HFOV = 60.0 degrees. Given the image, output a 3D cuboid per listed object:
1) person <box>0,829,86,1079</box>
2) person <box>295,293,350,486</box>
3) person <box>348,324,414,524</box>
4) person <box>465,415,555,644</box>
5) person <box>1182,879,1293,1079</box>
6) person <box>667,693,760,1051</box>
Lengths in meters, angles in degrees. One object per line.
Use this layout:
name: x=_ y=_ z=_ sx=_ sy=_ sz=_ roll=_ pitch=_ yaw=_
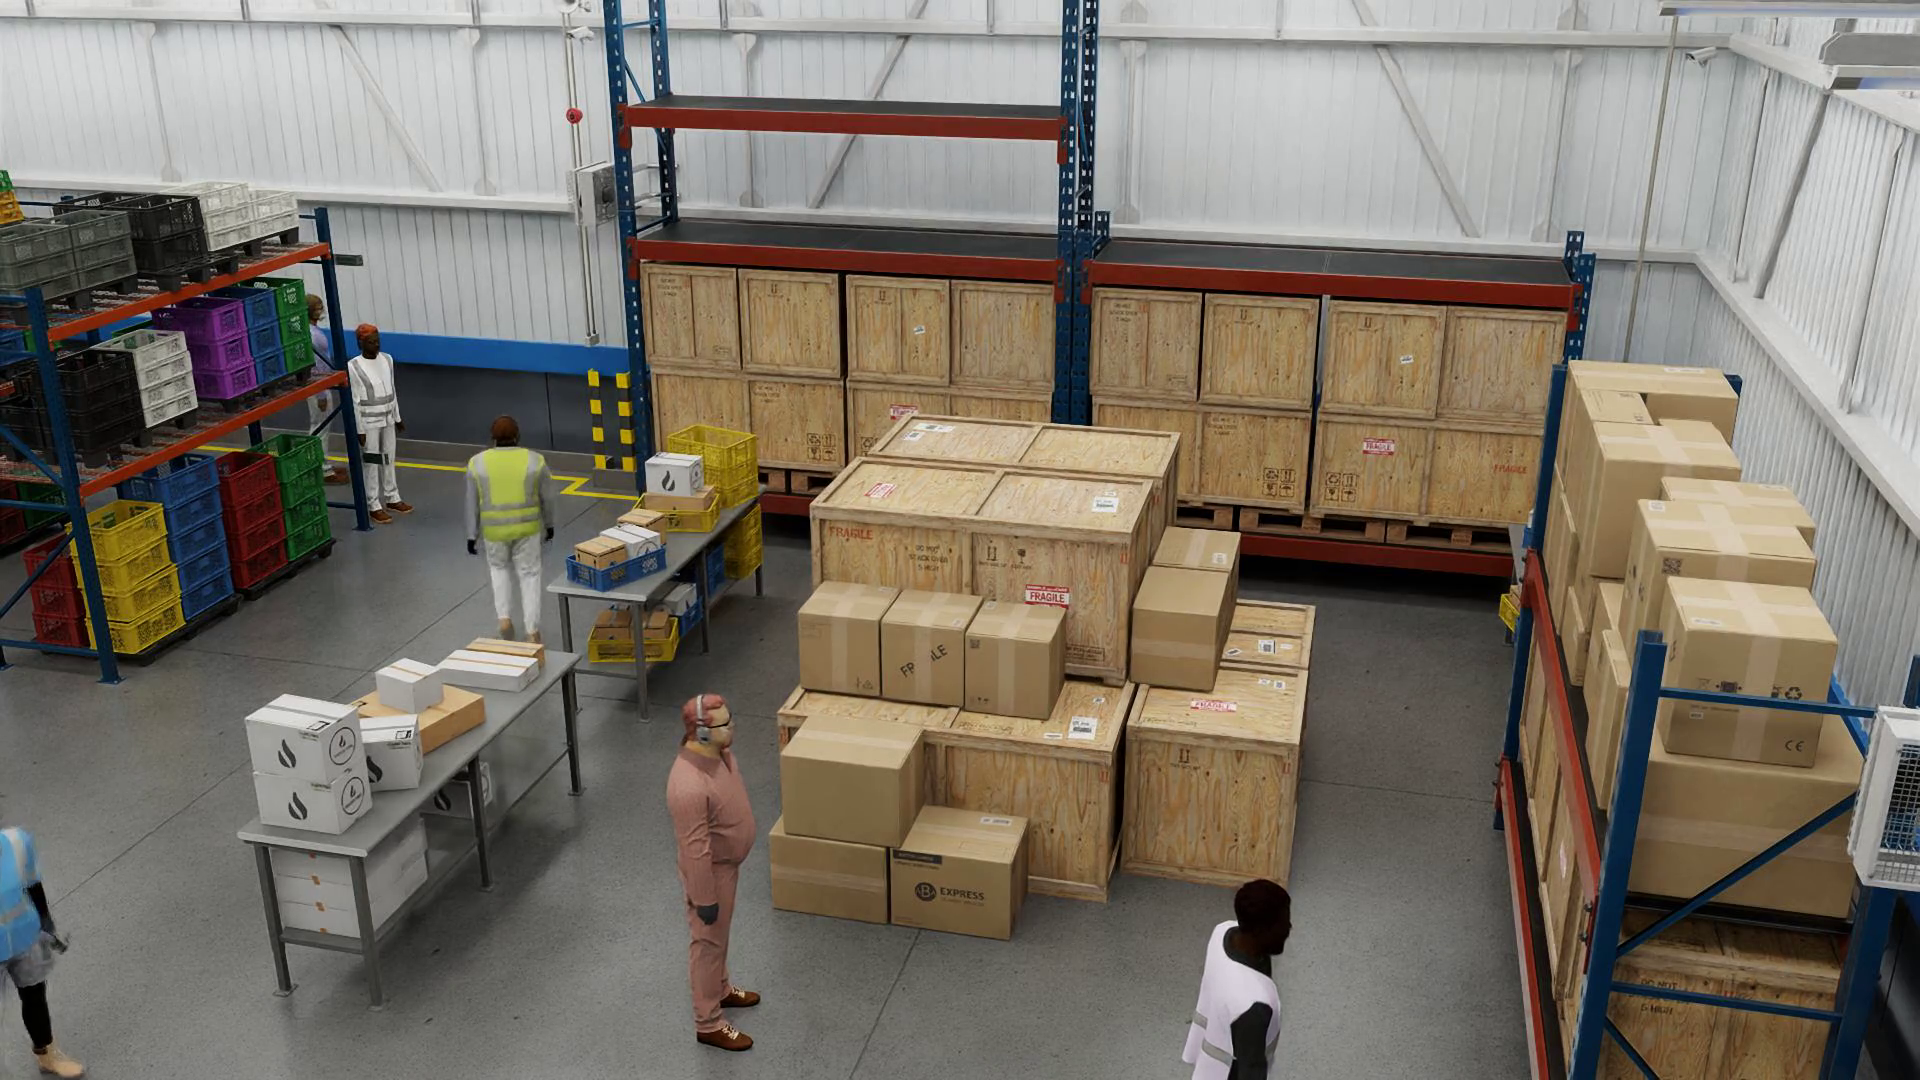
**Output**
person: x=-4.605 y=1.949 z=7.945 sx=0.317 sy=1.682 sz=0.597 roll=15 pitch=25 yaw=33
person: x=-6.422 y=-1.513 z=16.647 sx=0.353 sy=1.937 sz=0.635 roll=-8 pitch=22 yaw=-21
person: x=-5.478 y=-1.105 z=15.659 sx=0.356 sy=1.882 sz=0.574 roll=9 pitch=23 yaw=22
person: x=-3.533 y=-0.096 z=13.116 sx=0.698 sy=1.816 sz=0.661 roll=-6 pitch=22 yaw=-15
person: x=1.126 y=2.240 z=6.879 sx=0.391 sy=1.909 sz=0.584 roll=-1 pitch=21 yaw=-4
person: x=-1.228 y=1.652 z=8.408 sx=0.407 sy=1.911 sz=0.645 roll=0 pitch=21 yaw=1
